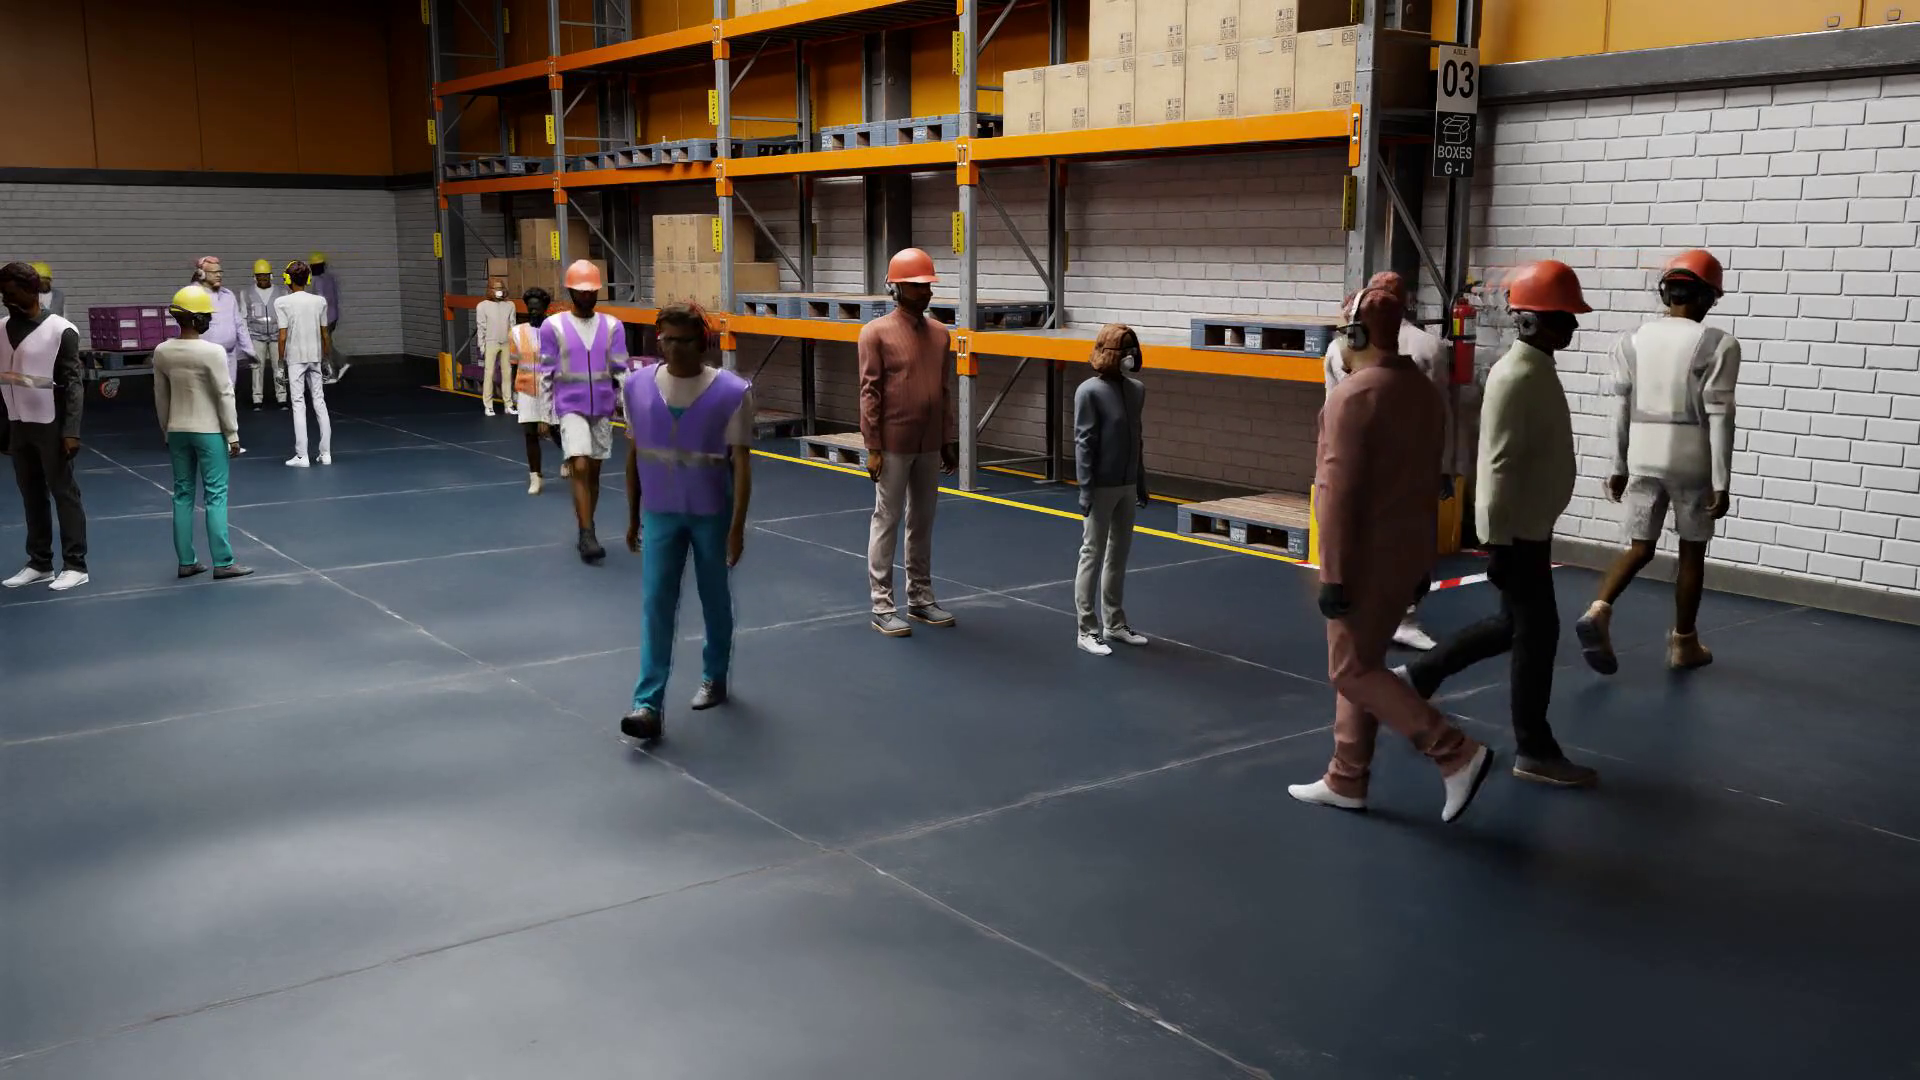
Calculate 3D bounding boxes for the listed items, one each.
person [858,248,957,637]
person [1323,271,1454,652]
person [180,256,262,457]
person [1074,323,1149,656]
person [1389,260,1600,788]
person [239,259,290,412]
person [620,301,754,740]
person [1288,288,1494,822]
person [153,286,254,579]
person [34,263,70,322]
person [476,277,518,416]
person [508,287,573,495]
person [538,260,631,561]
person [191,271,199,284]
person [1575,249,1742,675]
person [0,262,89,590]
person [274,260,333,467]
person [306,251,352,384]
[{"bbox_3d":[-0.261,-0.508,8.666,0.608,1.995,0.377,-10,14,-44],"label":"person"},{"bbox_3d":[2.195,-0.393,8.373,0.769,1.882,0.417,9,13,40],"label":"person"},{"bbox_3d":[-7.083,-1.752,15.904,0.472,1.897,0.663,3,11,17],"label":"person"},{"bbox_3d":[0.757,-0.255,8.259,0.276,1.633,0.507,9,14,42],"label":"person"},{"bbox_3d":[2.030,-0.066,6.290,0.786,1.965,0.617,5,11,28],"label":"person"},{"bbox_3d":[-8.364,-2.467,20.087,0.592,1.833,0.404,-5,11,-25],"label":"person"},{"bbox_3d":[-1.149,-0.089,6.909,0.584,1.779,1.008,1,10,7],"label":"person"},{"bbox_3d":[1.512,0.075,5.758,0.691,1.872,0.661,8,13,38],"label":"person"},{"bbox_3d":[-4.586,-0.641,10.049,0.533,1.768,0.310,3,10,15],"label":"person"},{"bbox_3d":[-10.768,-2.360,19.621,0.913,1.780,0.617,9,13,40],"label":"person"},{"bbox_3d":[-5.439,-2.272,19.586,0.502,1.626,0.285,-9,13,-41],"label":"person"},{"bbox_3d":[-3.389,-1.223,13.569,0.536,1.682,0.600,0,10,1],"label":"person"},{"bbox_3d":[-2.340,-0.812,10.602,0.575,1.904,0.862,-6,12,-29],"label":"person"},{"bbox_3d":[-11.276,-3.204,24.797,0.278,1.628,0.505,-5,11,-25],"label":"person"},{"bbox_3d":[3.261,-0.343,7.729,0.856,2.006,0.619,-8,13,-38],"label":"person"},{"bbox_3d":[-5.397,-0.664,9.768,0.587,1.913,0.391,3,11,18],"label":"person"},{"bbox_3d":[-5.975,-1.598,15.125,0.321,1.869,0.532,9,13,40],"label":"person"},{"bbox_3d":[-9.132,-3.193,23.926,0.450,1.909,0.605,0,10,0],"label":"person"}]
